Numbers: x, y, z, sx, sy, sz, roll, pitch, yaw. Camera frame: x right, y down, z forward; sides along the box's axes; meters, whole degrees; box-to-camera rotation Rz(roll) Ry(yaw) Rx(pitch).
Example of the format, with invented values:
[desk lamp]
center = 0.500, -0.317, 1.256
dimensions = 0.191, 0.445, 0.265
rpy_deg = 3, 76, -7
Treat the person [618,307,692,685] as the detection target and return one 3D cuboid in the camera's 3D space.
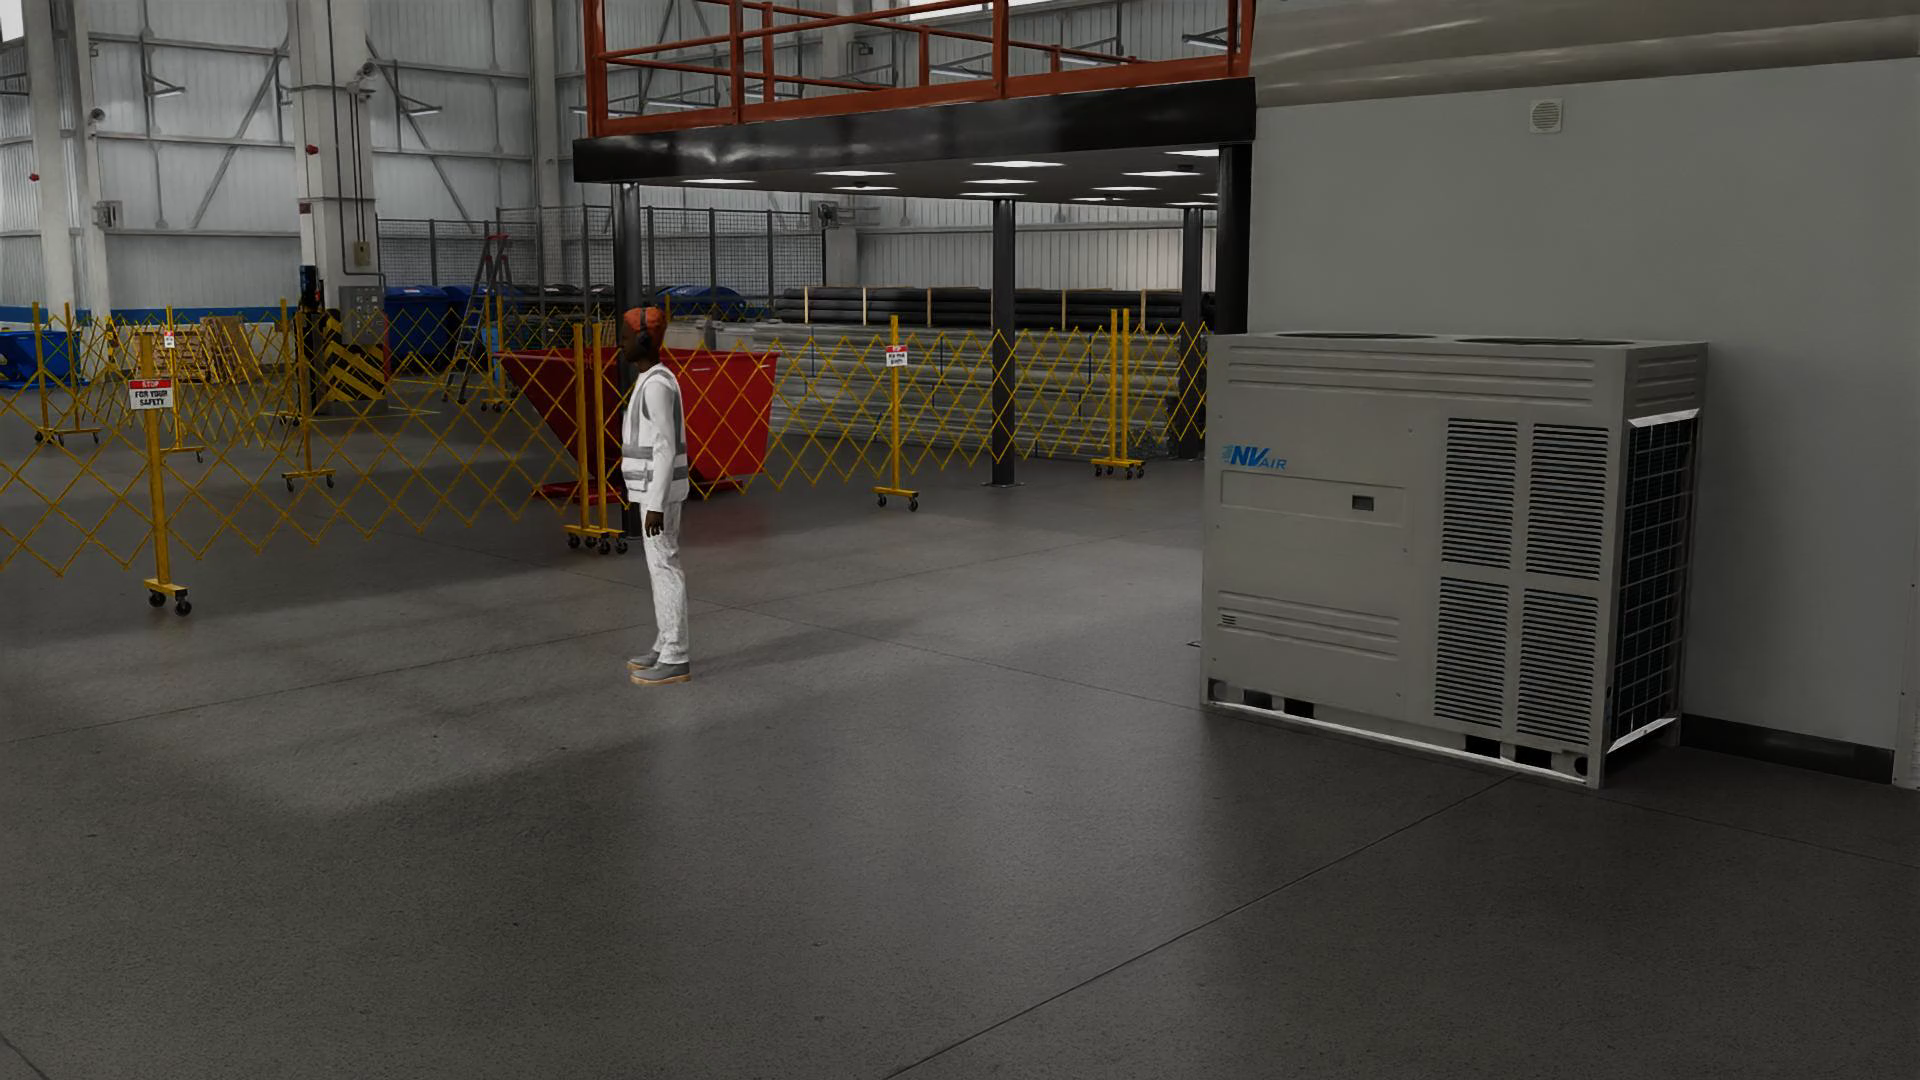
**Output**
[person]
center = -1.525, -0.218, 8.328
dimensions = 0.346, 1.882, 0.578
rpy_deg = -2, 9, -11
